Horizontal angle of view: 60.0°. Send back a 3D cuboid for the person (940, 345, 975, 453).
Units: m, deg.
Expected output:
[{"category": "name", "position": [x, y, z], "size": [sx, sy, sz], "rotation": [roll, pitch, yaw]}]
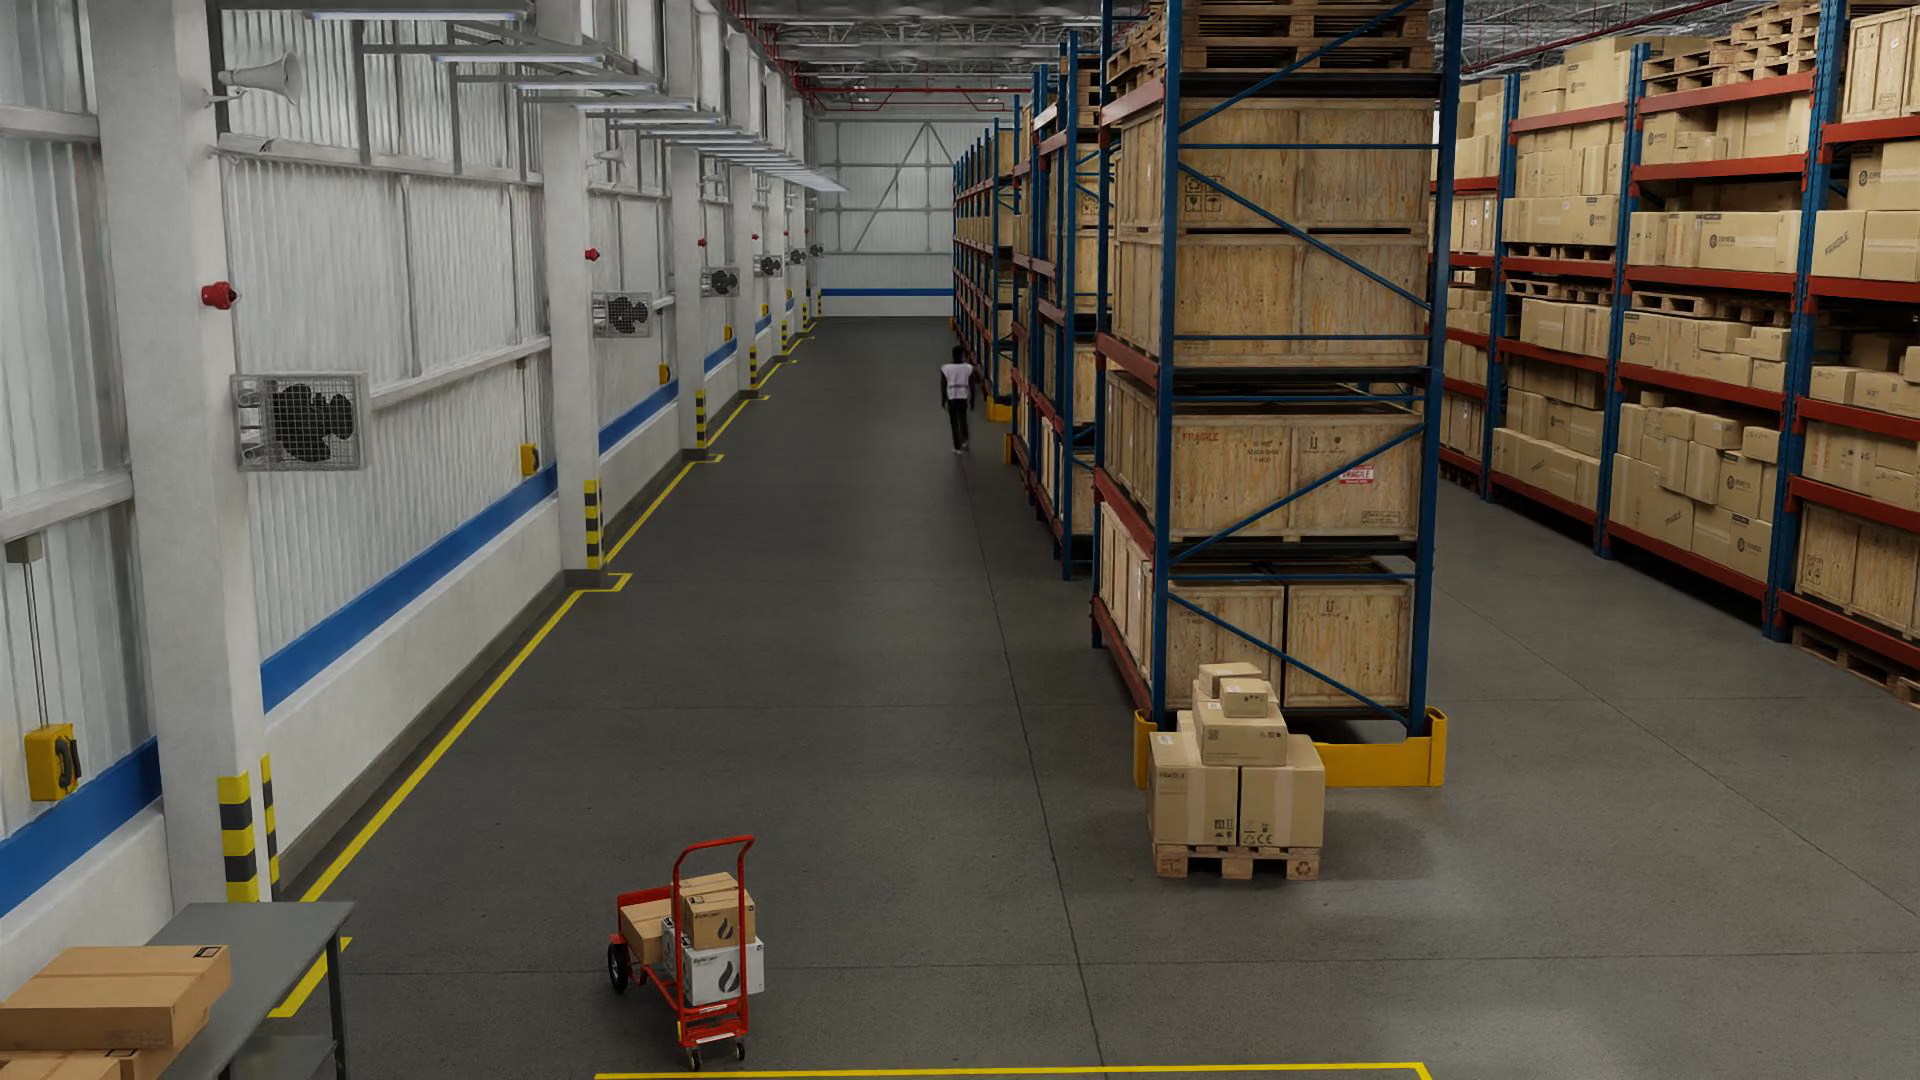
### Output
[{"category": "person", "position": [-0.054, -2.478, 29.326], "size": [0.585, 1.894, 0.519], "rotation": [-2, 11, -13]}]
